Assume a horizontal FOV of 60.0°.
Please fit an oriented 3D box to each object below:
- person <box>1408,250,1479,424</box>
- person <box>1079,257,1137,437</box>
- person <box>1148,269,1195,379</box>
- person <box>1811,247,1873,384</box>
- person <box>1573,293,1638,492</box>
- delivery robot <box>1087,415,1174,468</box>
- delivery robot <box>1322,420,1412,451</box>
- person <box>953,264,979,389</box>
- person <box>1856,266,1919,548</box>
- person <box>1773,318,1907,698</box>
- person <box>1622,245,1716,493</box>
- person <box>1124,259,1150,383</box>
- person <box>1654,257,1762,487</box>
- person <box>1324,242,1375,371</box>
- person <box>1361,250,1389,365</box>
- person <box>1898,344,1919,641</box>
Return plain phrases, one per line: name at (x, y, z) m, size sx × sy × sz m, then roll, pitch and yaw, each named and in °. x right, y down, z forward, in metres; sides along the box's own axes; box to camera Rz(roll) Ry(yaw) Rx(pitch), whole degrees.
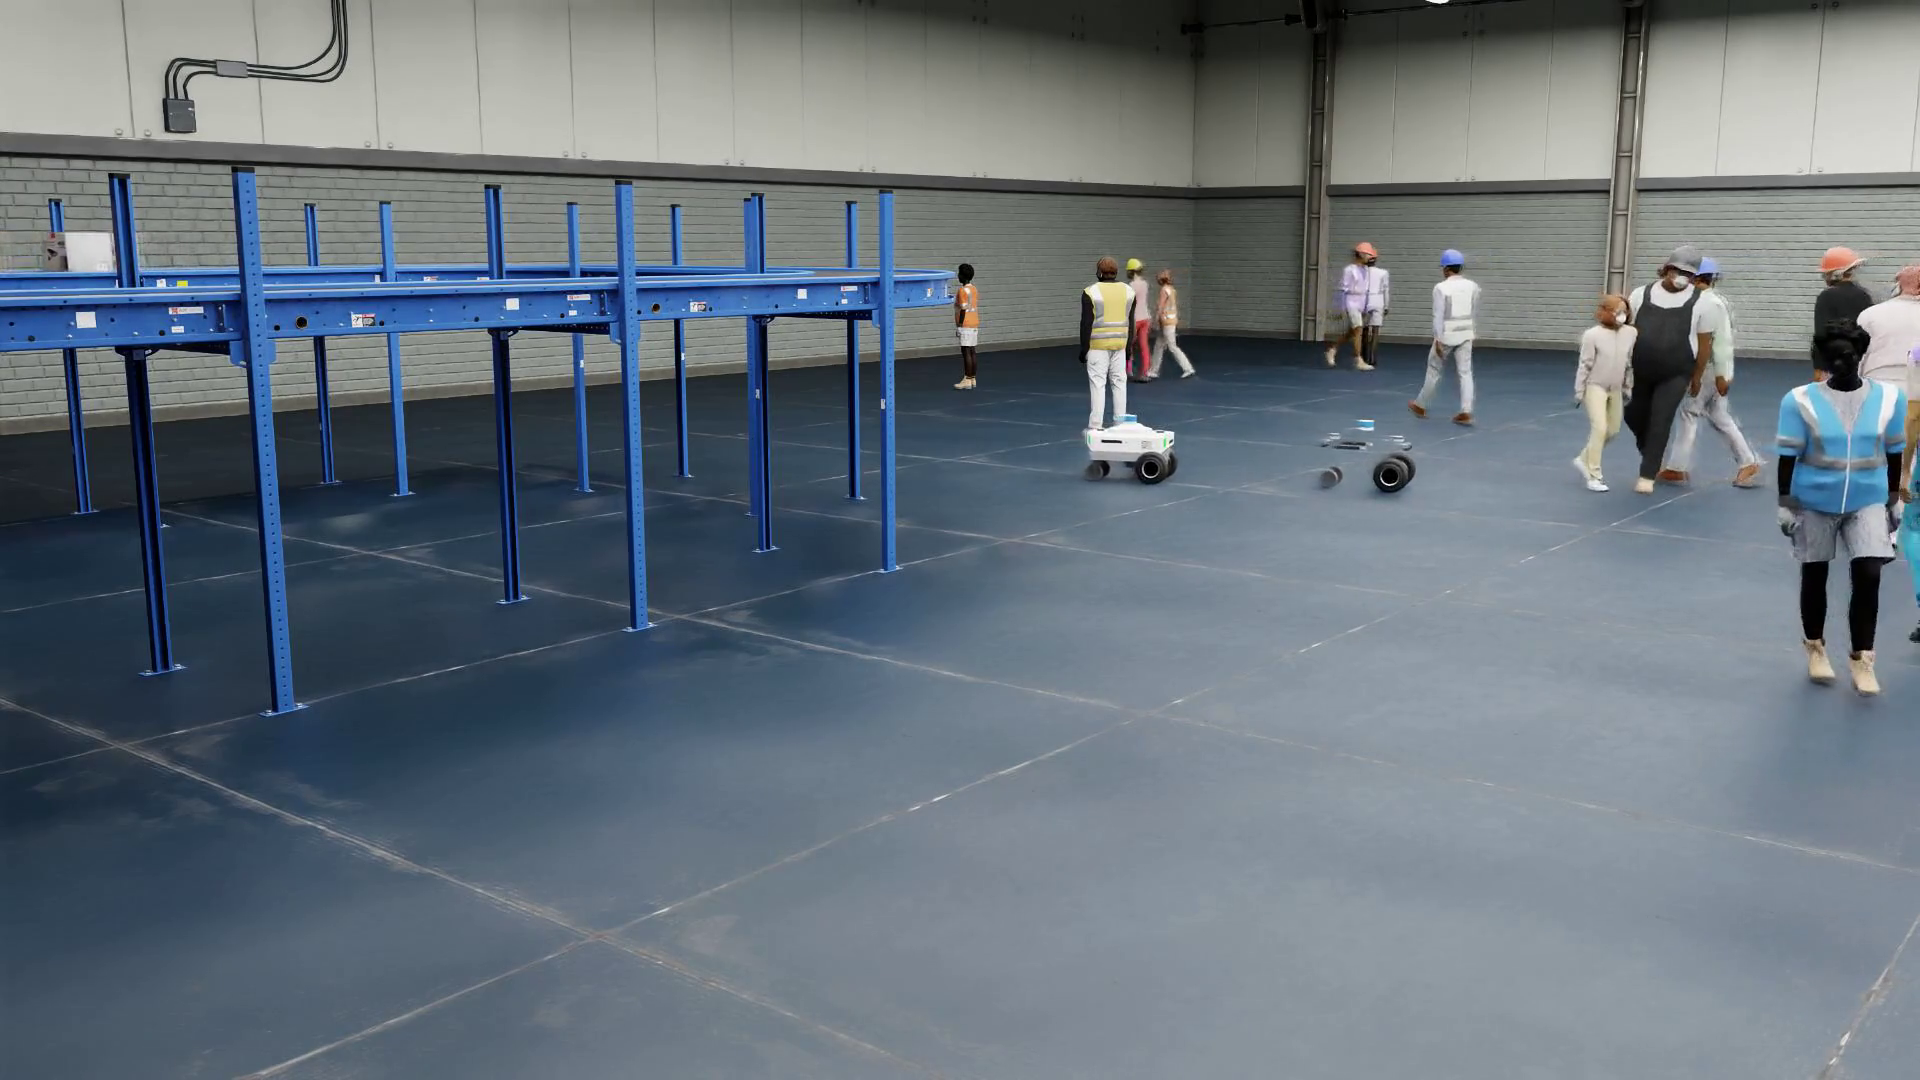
person at (5.423, -2.260, 18.501) m, size 0.617 × 1.897 × 0.955 m, roll -3°, pitch 11°, yaw -17°
person at (1.499, -1.981, 17.129) m, size 0.628 × 1.843 × 0.429 m, roll -5°, pitch 11°, yaw -25°
person at (3.060, -3.136, 24.215) m, size 0.768 × 1.602 × 0.510 m, roll 2°, pitch 10°, yaw 11°
person at (7.398, -1.447, 13.871) m, size 0.732 × 1.943 × 0.837 m, roll -2°, pitch 10°, yaw -11°
person at (5.221, -1.224, 13.613) m, size 0.510 × 1.602 × 0.609 m, roll -3°, pitch 11°, yaw -16°
delivery robot at (1.444, -0.821, 14.121) m, size 0.707 × 0.478 × 0.477 m, roll 3°, pitch 11°, yaw 18°
delivery robot at (3.349, -0.869, 13.669) m, size 0.698 × 0.223 × 0.335 m, roll 4°, pitch 11°, yaw 23°
person at (0.085, -2.916, 22.708) m, size 0.318 × 1.697 × 0.535 m, roll 3°, pitch 11°, yaw 18°
person at (6.257, -0.905, 11.186) m, size 0.716 × 1.832 × 0.994 m, roll 4°, pitch 11°, yaw 23°
person at (3.907, -0.142, 7.391) m, size 0.554 × 1.666 × 0.699 m, roll 3°, pitch 11°, yaw 17°
person at (5.749, -1.424, 13.604) m, size 0.741 × 2.000 × 0.823 m, roll 8°, pitch 13°, yaw 36°
person at (2.464, -3.117, 23.683) m, size 0.587 × 1.746 × 0.525 m, roll 8°, pitch 13°, yaw 39°
person at (6.233, -1.385, 13.697) m, size 0.865 × 1.897 × 0.620 m, roll 5°, pitch 11°, yaw 26°
person at (6.149, -3.690, 26.203) m, size 0.612 × 2.003 × 0.952 m, roll -9°, pitch 14°, yaw -41°
person at (6.736, -3.830, 27.282) m, size 0.552 × 1.872 × 1.049 m, roll 2°, pitch 10°, yaw 12°
person at (4.910, -0.364, 8.198) m, size 0.571 × 1.825 × 0.436 m, roll 1°, pitch 10°, yaw 6°
